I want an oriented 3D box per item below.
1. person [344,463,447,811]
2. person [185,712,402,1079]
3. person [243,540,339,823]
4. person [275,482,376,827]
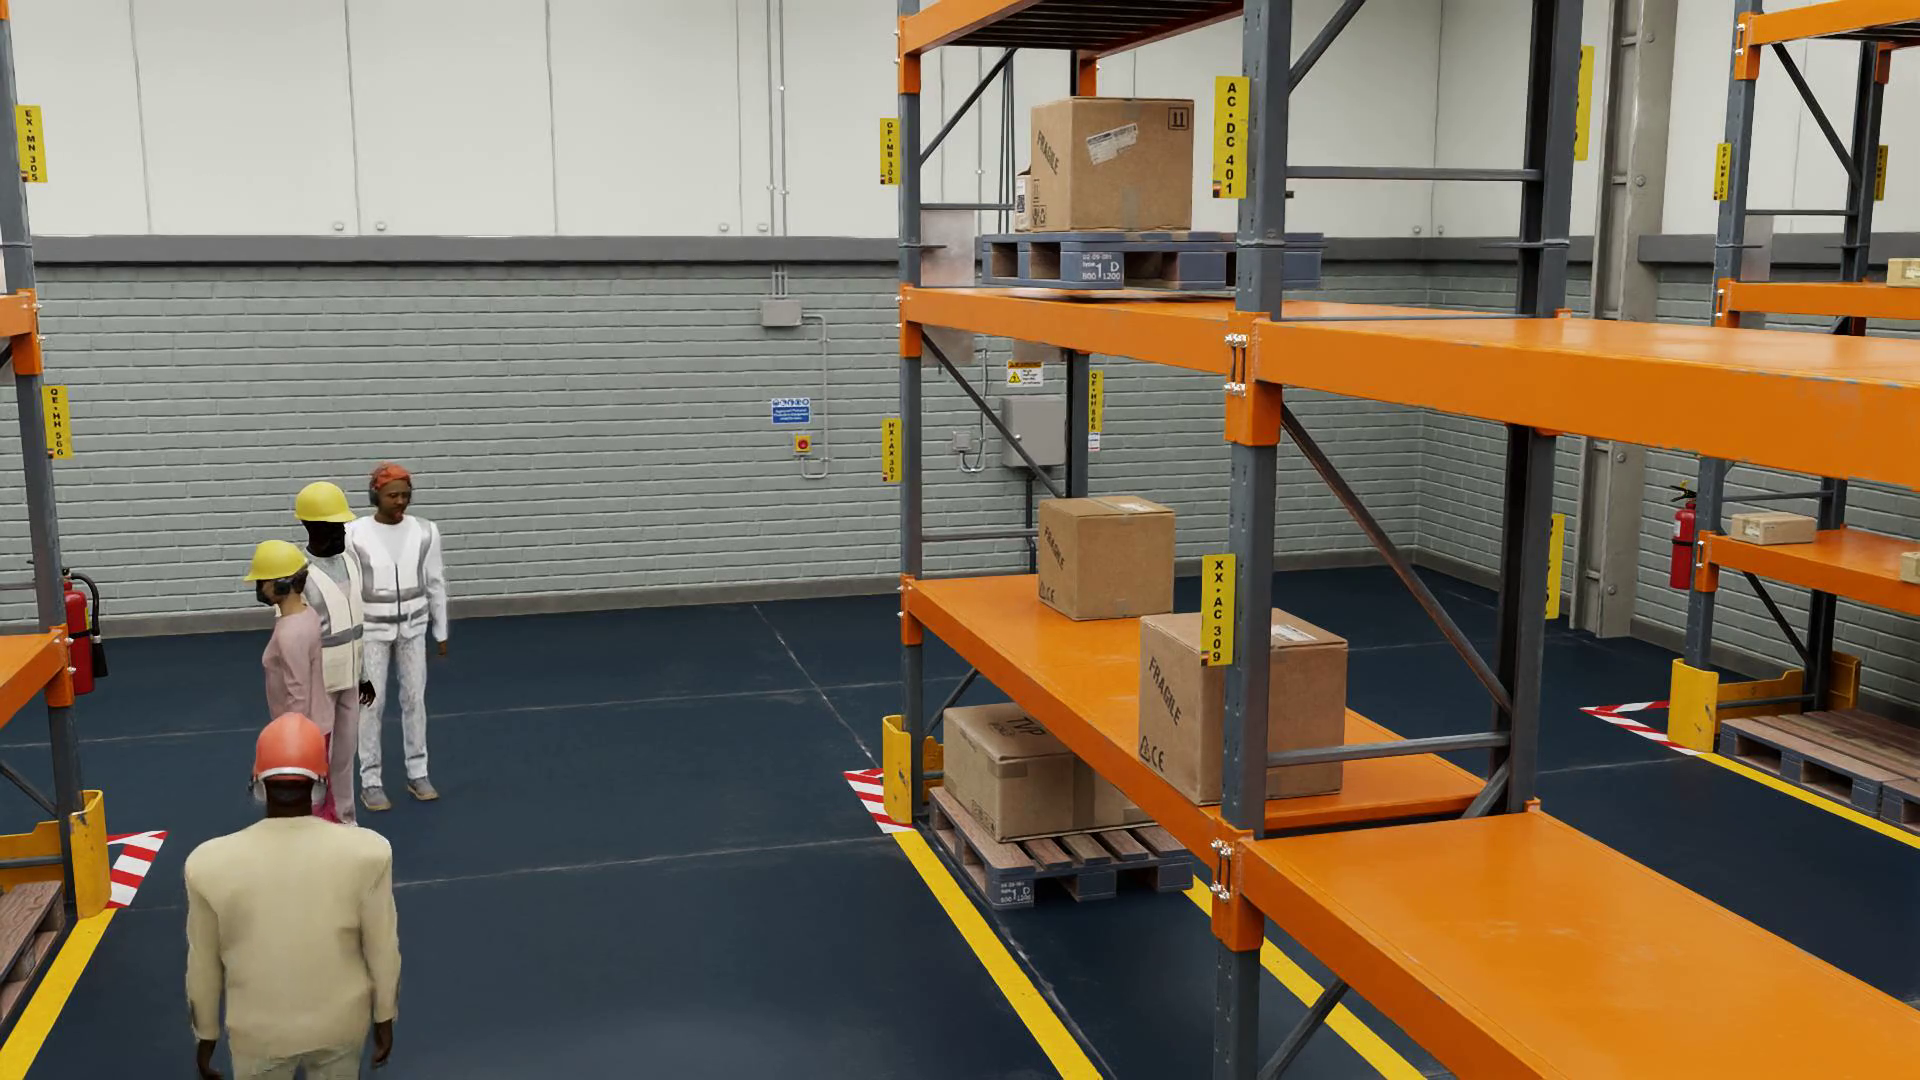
[{"bbox_3d":[-3.096,0.517,9.092,0.584,1.880,0.379,-7,12,-36],"label":"person"},{"bbox_3d":[-1.872,1.354,4.724,0.574,1.731,0.579,-5,11,-25],"label":"person"},{"bbox_3d":[-2.962,0.869,7.408,0.330,1.765,0.533,-3,10,-15],"label":"person"},{"bbox_3d":[-3.052,0.671,8.074,0.368,1.927,0.589,2,10,13],"label":"person"}]
